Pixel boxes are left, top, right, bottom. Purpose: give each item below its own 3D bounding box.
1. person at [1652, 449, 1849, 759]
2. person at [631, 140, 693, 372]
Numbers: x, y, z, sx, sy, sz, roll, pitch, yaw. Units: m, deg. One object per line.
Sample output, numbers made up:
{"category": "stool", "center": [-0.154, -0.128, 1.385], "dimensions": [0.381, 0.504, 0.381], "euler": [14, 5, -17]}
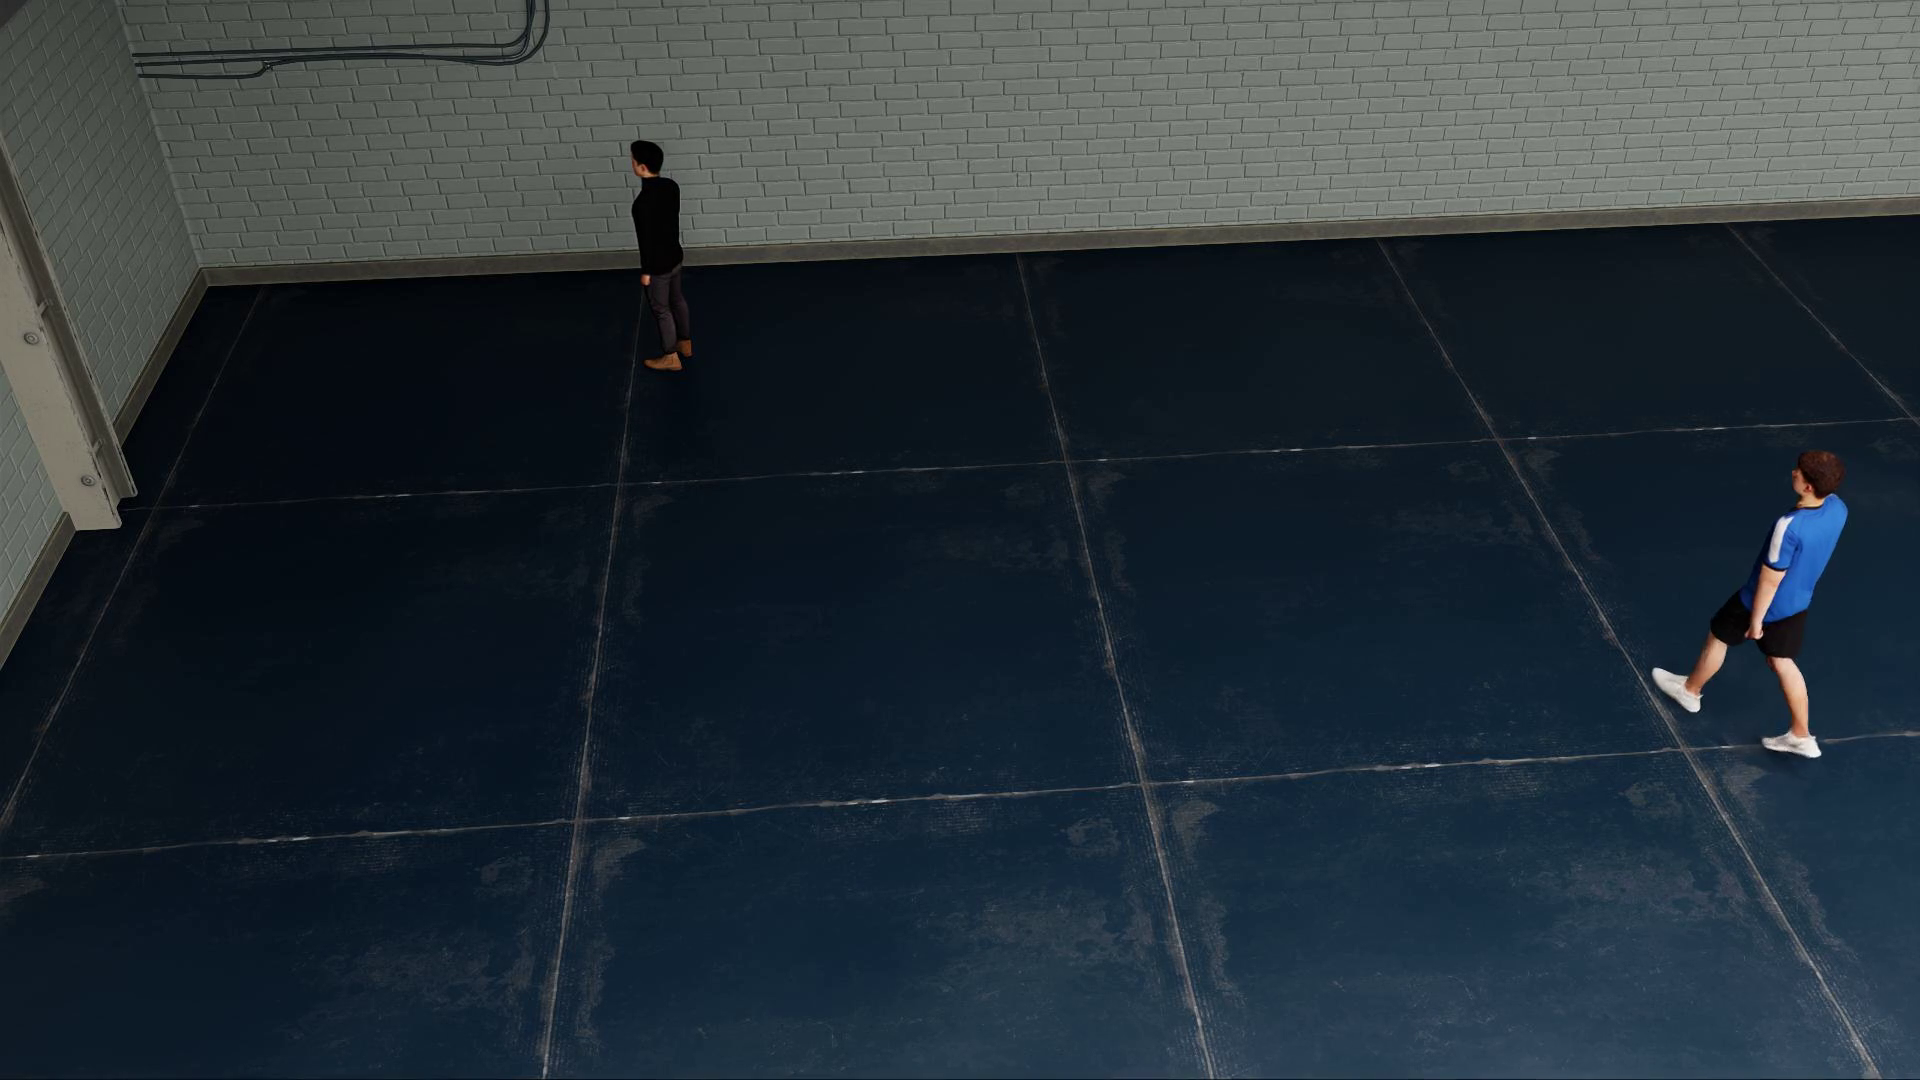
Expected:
{"category": "person", "center": [4.317, 0.355, 8.642], "dimensions": [0.991, 1.832, 1.290], "euler": [-19, 42, -22]}
{"category": "person", "center": [-2.119, -2.010, 11.752], "dimensions": [0.784, 1.723, 0.633], "euler": [13, 40, 16]}
